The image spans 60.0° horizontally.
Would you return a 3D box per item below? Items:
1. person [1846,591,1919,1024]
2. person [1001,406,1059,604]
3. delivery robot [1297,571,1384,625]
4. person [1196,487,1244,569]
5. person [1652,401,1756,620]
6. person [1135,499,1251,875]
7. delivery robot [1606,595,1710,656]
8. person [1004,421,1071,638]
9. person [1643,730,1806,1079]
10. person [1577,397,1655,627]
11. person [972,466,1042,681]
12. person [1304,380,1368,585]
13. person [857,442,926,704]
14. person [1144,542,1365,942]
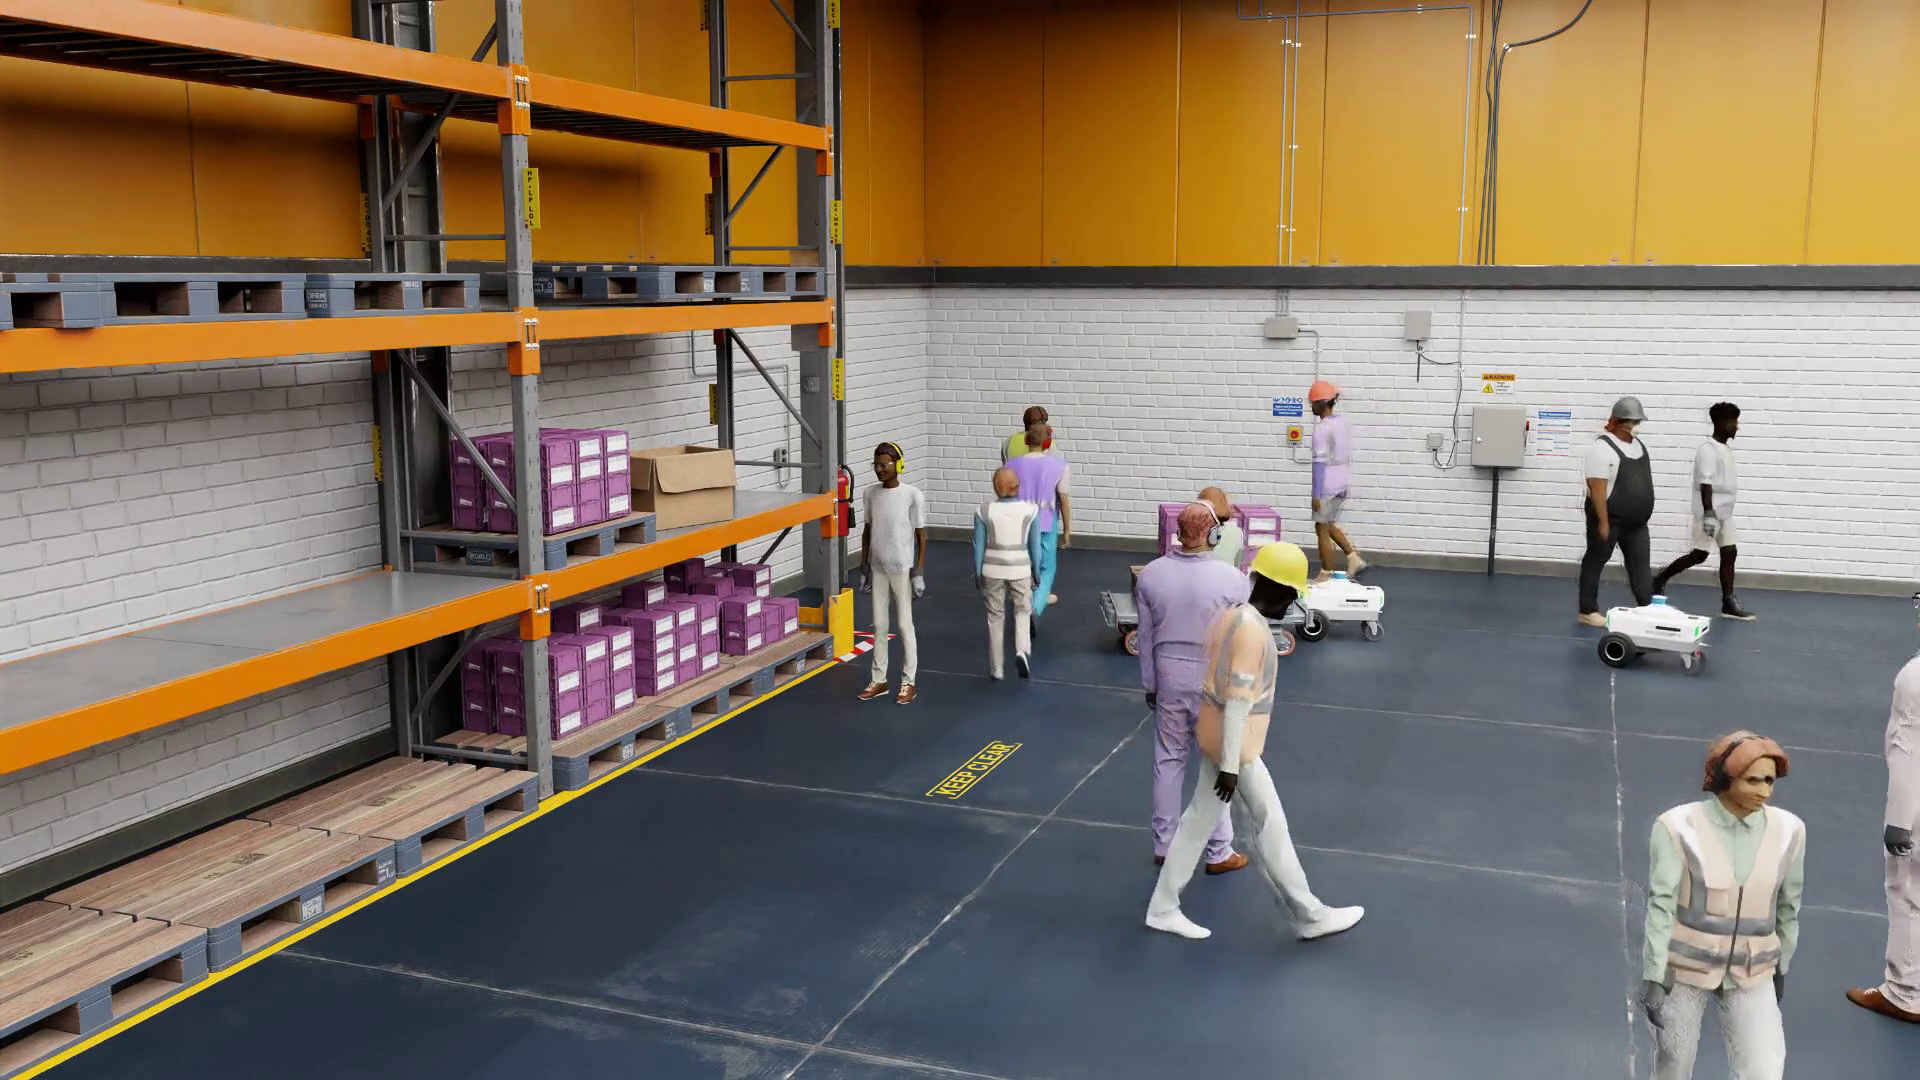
[{"bbox_3d":[3.928,1.038,6.640,0.663,1.894,0.515,-5,10,-28],"label":"person"},{"bbox_3d":[0.679,-0.318,15.373,0.626,1.839,0.429,7,11,36],"label":"person"},{"bbox_3d":[3.174,0.504,13.911,0.707,0.478,0.477,1,9,6],"label":"delivery robot"},{"bbox_3d":[1.685,0.442,11.271,0.505,1.615,0.499,-5,10,-27],"label":"person"},{"bbox_3d":[6.629,-0.276,14.786,0.610,1.941,0.889,-9,13,-44],"label":"person"},{"bbox_3d":[1.215,0.743,8.461,0.643,1.912,0.410,6,11,33],"label":"person"},{"bbox_3d":[5.388,0.673,12.850,0.707,0.478,0.477,7,11,37],"label":"delivery robot"},{"bbox_3d":[0.612,-0.074,13.881,0.594,1.820,0.702,2,9,15],"label":"person"},{"bbox_3d":[2.400,1.405,5.226,0.527,1.612,0.681,1,9,5],"label":"person"},{"bbox_3d":[5.681,-0.221,14.102,0.710,2.000,0.931,-5,11,-31],"label":"person"},{"bbox_3d":[0.354,0.270,12.332,0.520,1.626,0.443,0,9,-2],"label":"person"},{"bbox_3d":[3.568,-0.516,15.975,0.578,2.032,0.656,7,12,38],"label":"person"},{"bbox_3d":[-0.487,0.231,11.805,0.521,1.870,0.319,5,10,27],"label":"person"},{"bbox_3d":[1.318,0.931,7.503,1.013,1.837,0.667,0,9,2],"label":"person"}]
